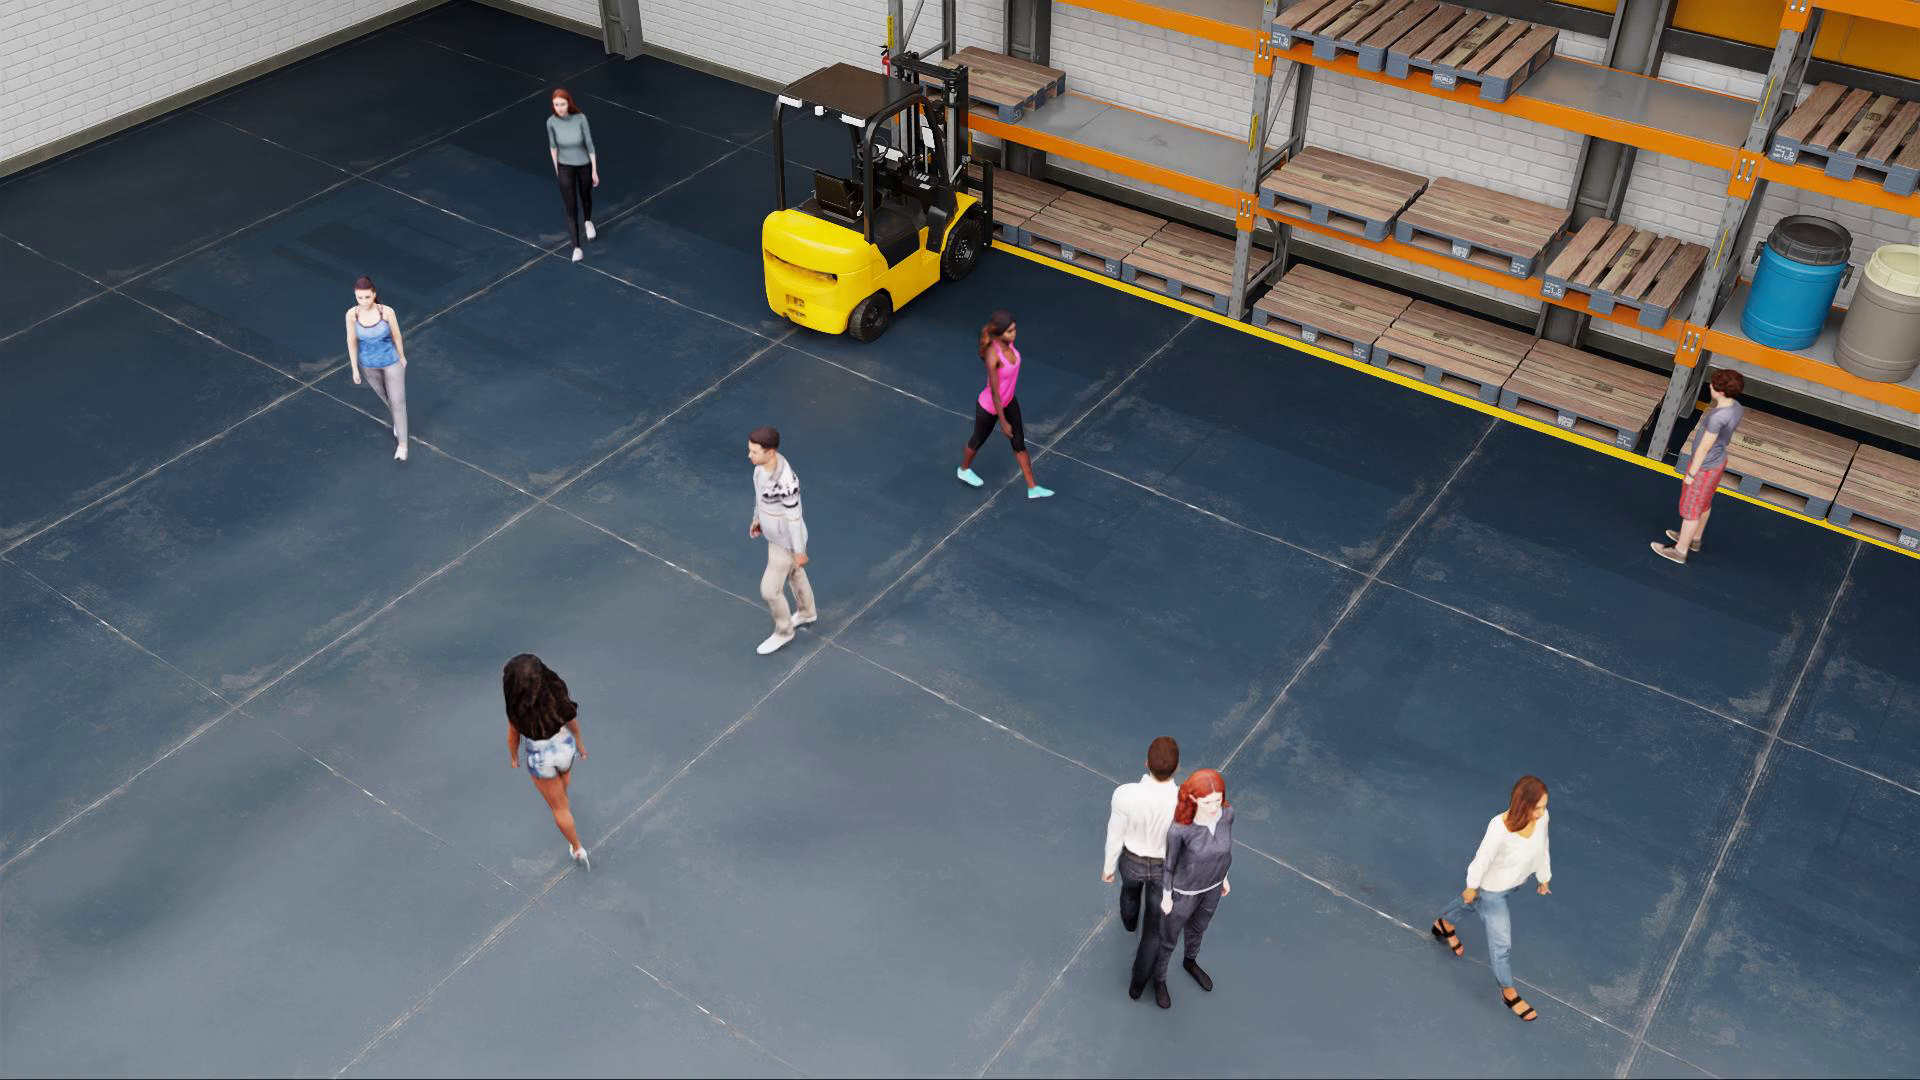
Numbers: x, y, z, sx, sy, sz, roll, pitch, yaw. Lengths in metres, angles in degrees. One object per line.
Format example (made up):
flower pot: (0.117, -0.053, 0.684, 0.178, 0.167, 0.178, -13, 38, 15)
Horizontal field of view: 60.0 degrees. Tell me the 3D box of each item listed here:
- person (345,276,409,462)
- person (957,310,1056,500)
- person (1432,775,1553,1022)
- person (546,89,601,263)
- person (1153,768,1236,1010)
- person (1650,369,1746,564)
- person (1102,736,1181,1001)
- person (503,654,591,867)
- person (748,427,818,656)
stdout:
person: (-4.823, -1.499, 13.879, 1.010, 1.574, 1.020, -3, 39, -4)
person: (0.213, -1.080, 13.280, 1.103, 1.668, 0.580, 25, 45, 28)
person: (3.043, 1.906, 9.562, 0.892, 1.642, 1.137, -22, 44, -25)
person: (-3.799, -3.682, 16.525, 1.114, 1.683, 1.163, -6, 39, -7)
person: (1.316, 1.948, 9.399, 0.656, 1.779, 0.660, -16, 41, -19)
person: (5.683, -0.560, 12.645, 0.554, 1.647, 0.584, 28, 47, 31)
person: (1.069, 1.915, 9.392, 1.069, 1.839, 1.024, 5, 39, 7)
person: (-2.479, 1.402, 10.236, 0.759, 1.588, 1.035, -25, 45, -28)
person: (-1.179, -0.069, 11.880, 0.939, 1.835, 0.875, -12, 40, -15)
